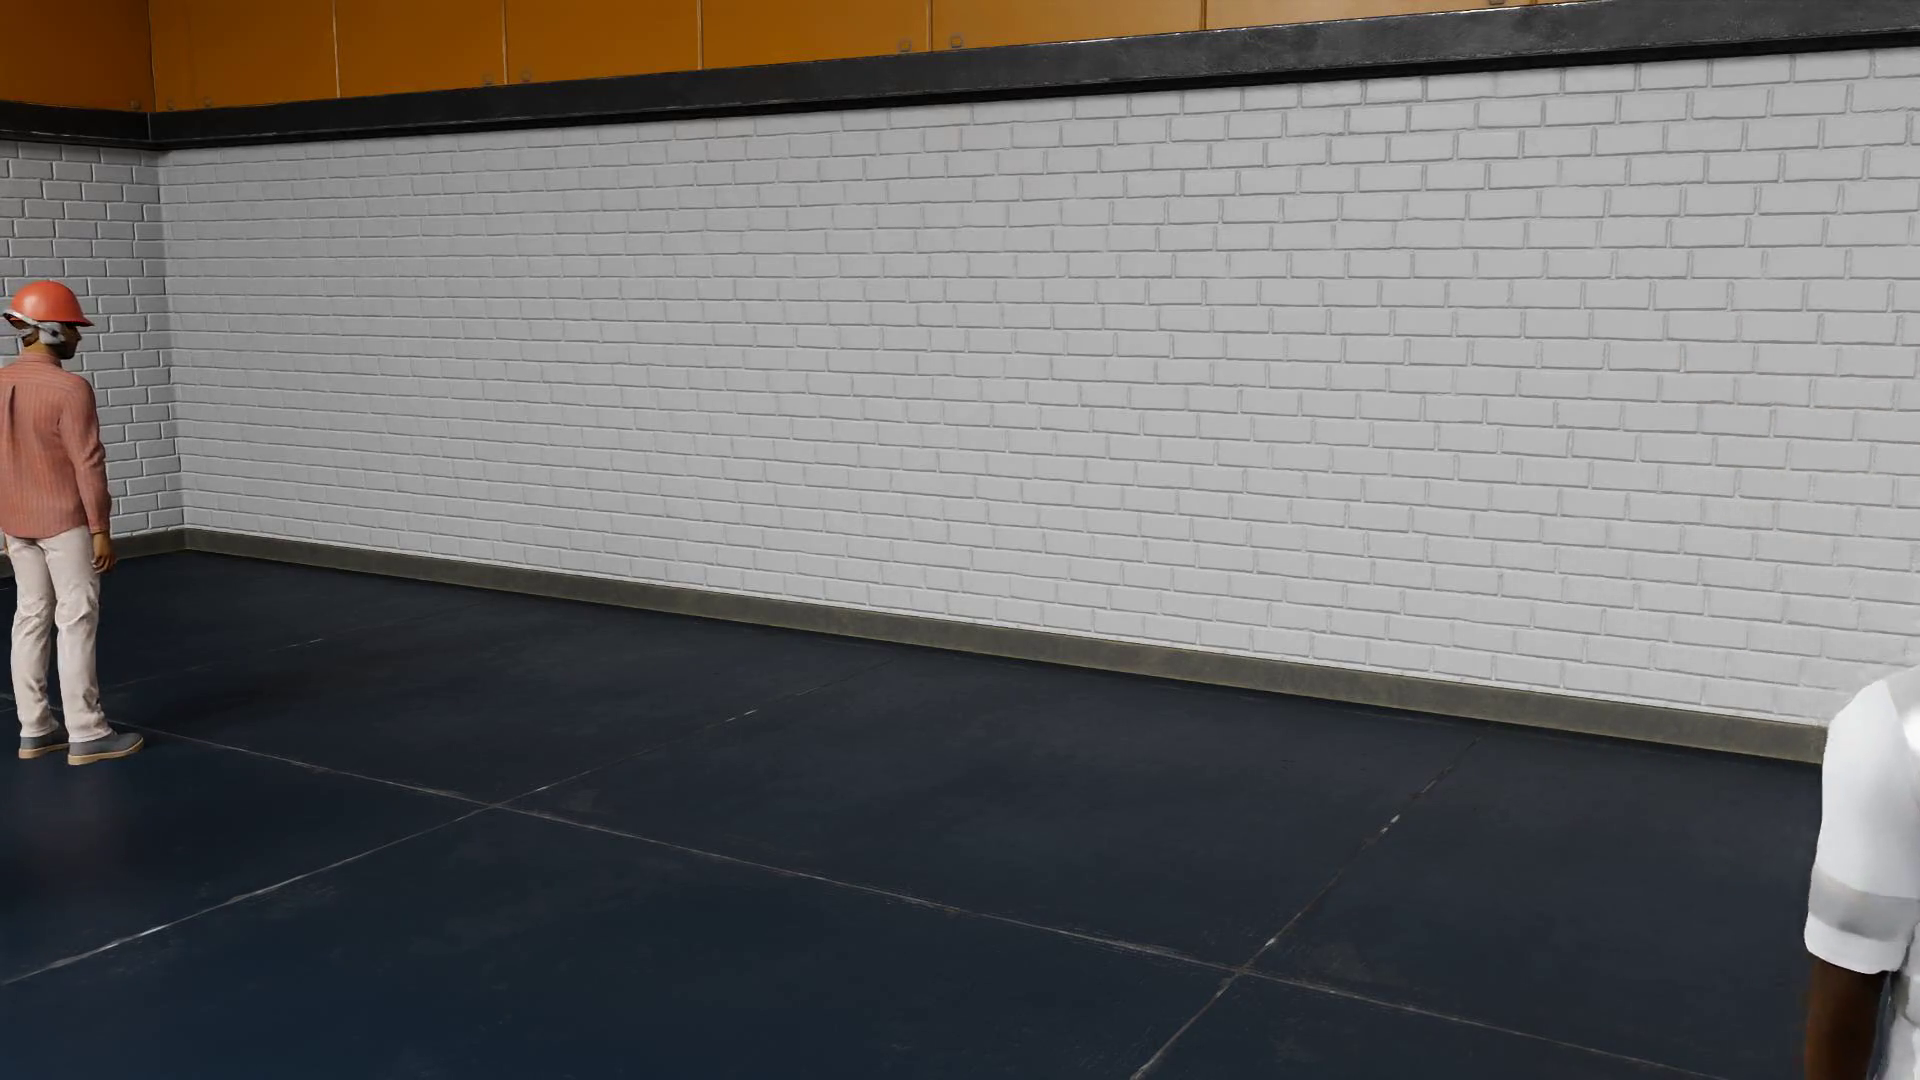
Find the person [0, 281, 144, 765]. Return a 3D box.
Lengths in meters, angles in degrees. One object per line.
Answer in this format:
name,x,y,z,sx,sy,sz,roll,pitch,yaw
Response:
person,-3.745,-0.070,6.905,0.619,1.990,0.395,4,10,23

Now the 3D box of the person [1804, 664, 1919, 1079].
person,1.357,0.761,1.970,0.630,1.914,0.994,1,9,4
